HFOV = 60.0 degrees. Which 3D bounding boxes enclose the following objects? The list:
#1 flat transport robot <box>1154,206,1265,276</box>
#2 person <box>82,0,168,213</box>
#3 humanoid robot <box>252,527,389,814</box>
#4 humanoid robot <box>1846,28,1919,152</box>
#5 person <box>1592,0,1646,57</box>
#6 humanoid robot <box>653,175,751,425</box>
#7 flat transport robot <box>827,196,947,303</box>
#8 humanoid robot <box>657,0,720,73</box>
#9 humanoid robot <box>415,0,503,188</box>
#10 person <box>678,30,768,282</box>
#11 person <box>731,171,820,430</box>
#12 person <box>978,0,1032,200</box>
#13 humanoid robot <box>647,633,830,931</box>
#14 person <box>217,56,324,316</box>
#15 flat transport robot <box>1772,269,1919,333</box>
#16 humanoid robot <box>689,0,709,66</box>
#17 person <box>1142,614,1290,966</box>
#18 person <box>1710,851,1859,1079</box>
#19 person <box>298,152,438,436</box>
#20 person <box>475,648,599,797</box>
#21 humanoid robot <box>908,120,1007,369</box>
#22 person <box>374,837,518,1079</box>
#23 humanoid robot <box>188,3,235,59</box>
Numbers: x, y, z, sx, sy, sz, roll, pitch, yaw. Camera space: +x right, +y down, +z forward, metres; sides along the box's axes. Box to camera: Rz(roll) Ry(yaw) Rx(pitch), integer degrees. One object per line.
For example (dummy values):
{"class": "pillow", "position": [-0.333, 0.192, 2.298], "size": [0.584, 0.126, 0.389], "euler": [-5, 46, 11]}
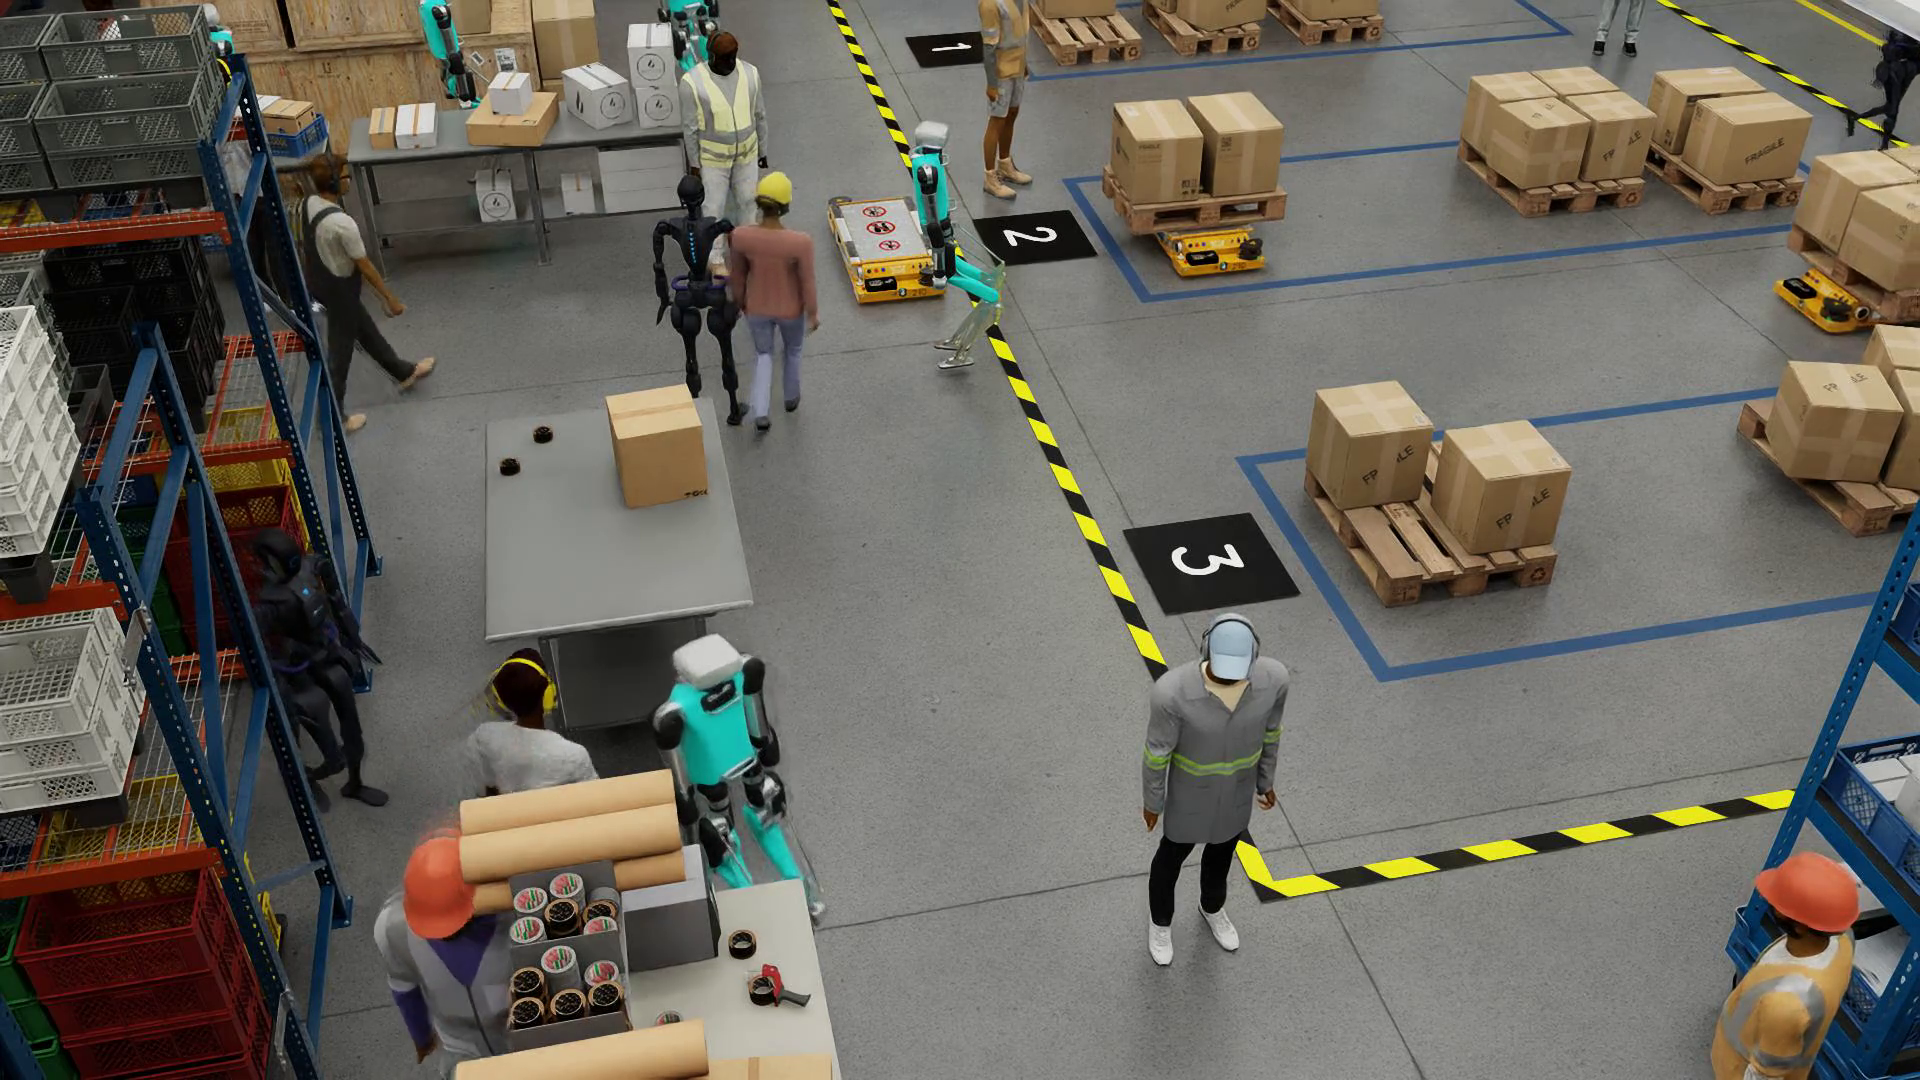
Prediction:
{"class": "flat transport robot", "position": [1.798, -2.476, 12.858], "size": [0.652, 0.197, 1.431], "euler": [-8, 37, -10]}
{"class": "person", "position": [-6.275, -3.349, 12.679], "size": [0.391, 1.913, 0.587], "euler": [-19, 41, -24]}
{"class": "humanoid robot", "position": [-2.957, 0.590, 7.582], "size": [0.394, 1.650, 0.615], "euler": [12, 38, 16]}
{"class": "humanoid robot", "position": [7.797, -4.026, 13.810], "size": [0.589, 1.637, 0.683], "euler": [-15, 39, -19]}
{"class": "person", "position": [6.350, -5.449, 15.567], "size": [0.599, 1.829, 0.404], "euler": [6, 37, 7]}
{"class": "humanoid robot", "position": [-1.611, -1.478, 10.347], "size": [0.599, 1.657, 0.315], "euler": [-1, 37, -1]}
{"class": "flat transport robot", "position": [-0.570, -2.220, 12.538], "size": [0.659, 0.231, 1.431], "euler": [-8, 37, -10]}
{"class": "humanoid robot", "position": [-2.103, -4.001, 13.778], "size": [0.557, 1.870, 0.823], "euler": [-22, 42, -27]}
{"class": "humanoid robot", "position": [-3.839, -3.652, 13.194], "size": [0.689, 1.750, 0.530], "euler": [-21, 41, -26]}
{"class": "person", "position": [-1.663, -2.768, 11.967], "size": [0.629, 1.835, 0.429], "euler": [-18, 40, -23]}
{"class": "person", "position": [-1.129, -1.478, 10.321], "size": [0.566, 1.719, 0.636], "euler": [5, 37, 7]}
{"class": "person", "position": [0.385, -3.703, 13.043], "size": [0.366, 2.044, 0.613], "euler": [18, 40, 23]}
{"class": "humanoid robot", "position": [-0.774, 1.227, 6.694], "size": [0.815, 1.777, 0.532], "euler": [28, 45, 32]}
{"class": "person", "position": [-4.846, -2.411, 11.451], "size": [0.517, 1.873, 0.328], "euler": [22, 42, 26]}
{"class": "flat transport robot", "position": [6.691, -1.802, 11.952], "size": [1.431, 0.197, 0.652], "euler": [-8, 37, -10]}
{"class": "humanoid robot", "position": [-2.330, -4.942, 15.031], "size": [0.549, 1.869, 0.831], "euler": [-14, 39, -18]}
{"class": "person", "position": [1.037, 1.030, 6.843], "size": [0.597, 1.850, 0.384], "euler": [-8, 37, -11]}
{"class": "person", "position": [2.716, 1.795, 5.746], "size": [0.374, 1.932, 0.550], "euler": [26, 44, 30]}
{"class": "person", "position": [-3.774, -1.556, 10.367], "size": [0.955, 1.790, 0.558], "euler": [-31, 46, -34]}
{"class": "person", "position": [-1.597, 1.196, 6.658], "size": [0.527, 1.804, 1.023], "euler": [18, 40, 23]}
{"class": "humanoid robot", "position": [0.045, -1.899, 10.762], "size": [0.735, 1.677, 0.533], "euler": [-1, 37, -1]}
{"class": "person", "position": [-1.623, 1.716, 5.783], "size": [0.617, 2.022, 0.507], "euler": [-4, 37, -6]}
{"class": "humanoid robot", "position": [-5.613, -3.048, 12.423], "size": [0.679, 1.813, 0.540], "euler": [-20, 41, -25]}
